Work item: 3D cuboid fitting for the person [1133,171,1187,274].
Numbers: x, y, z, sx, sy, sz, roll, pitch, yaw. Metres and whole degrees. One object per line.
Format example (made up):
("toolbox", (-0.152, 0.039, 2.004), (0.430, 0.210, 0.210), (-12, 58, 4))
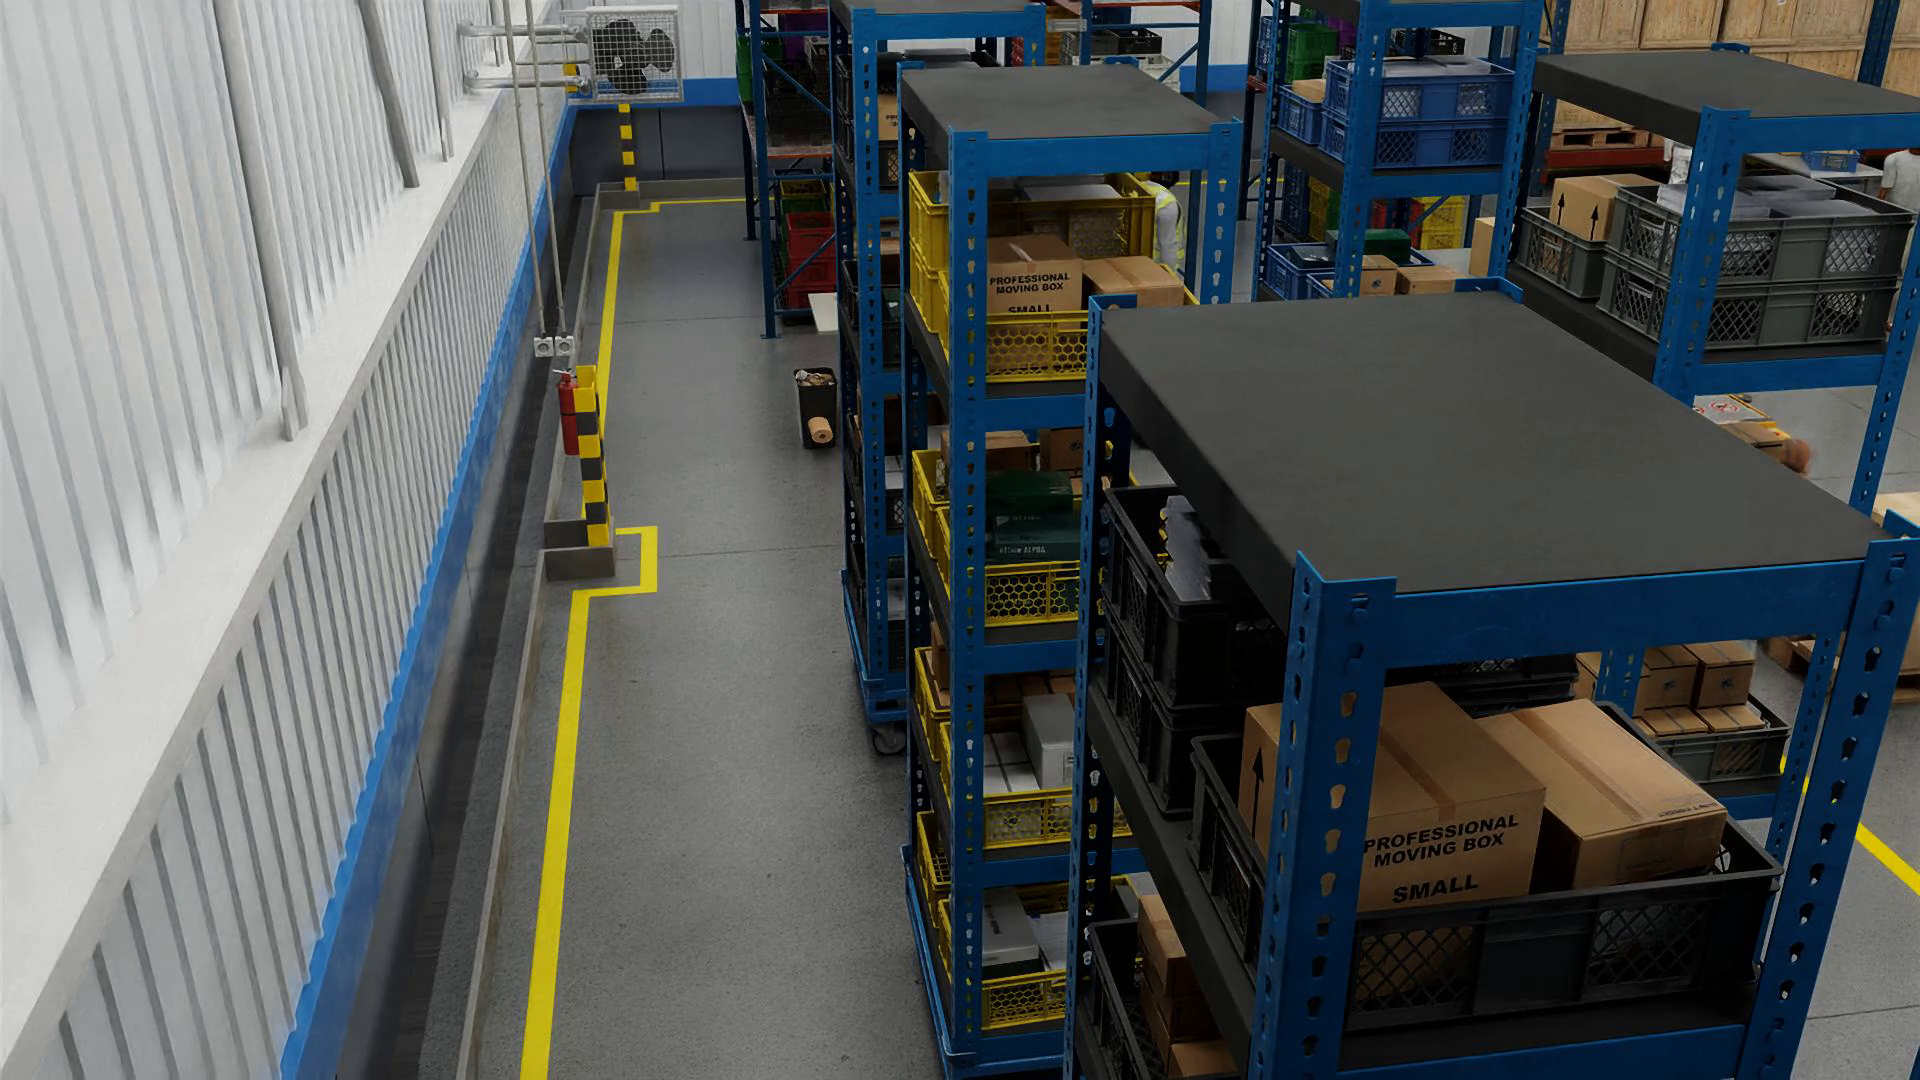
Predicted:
("person", (1.540, -2.125, 13.035), (0.430, 1.836, 0.630), (-8, 26, -17))

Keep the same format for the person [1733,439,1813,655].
("person", (3.808, 0.277, 8.039), (0.310, 1.636, 0.523), (7, 26, 14))

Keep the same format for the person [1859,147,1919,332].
("person", (8.017, -2.676, 14.183), (0.539, 1.869, 0.313), (-5, 25, -12))
